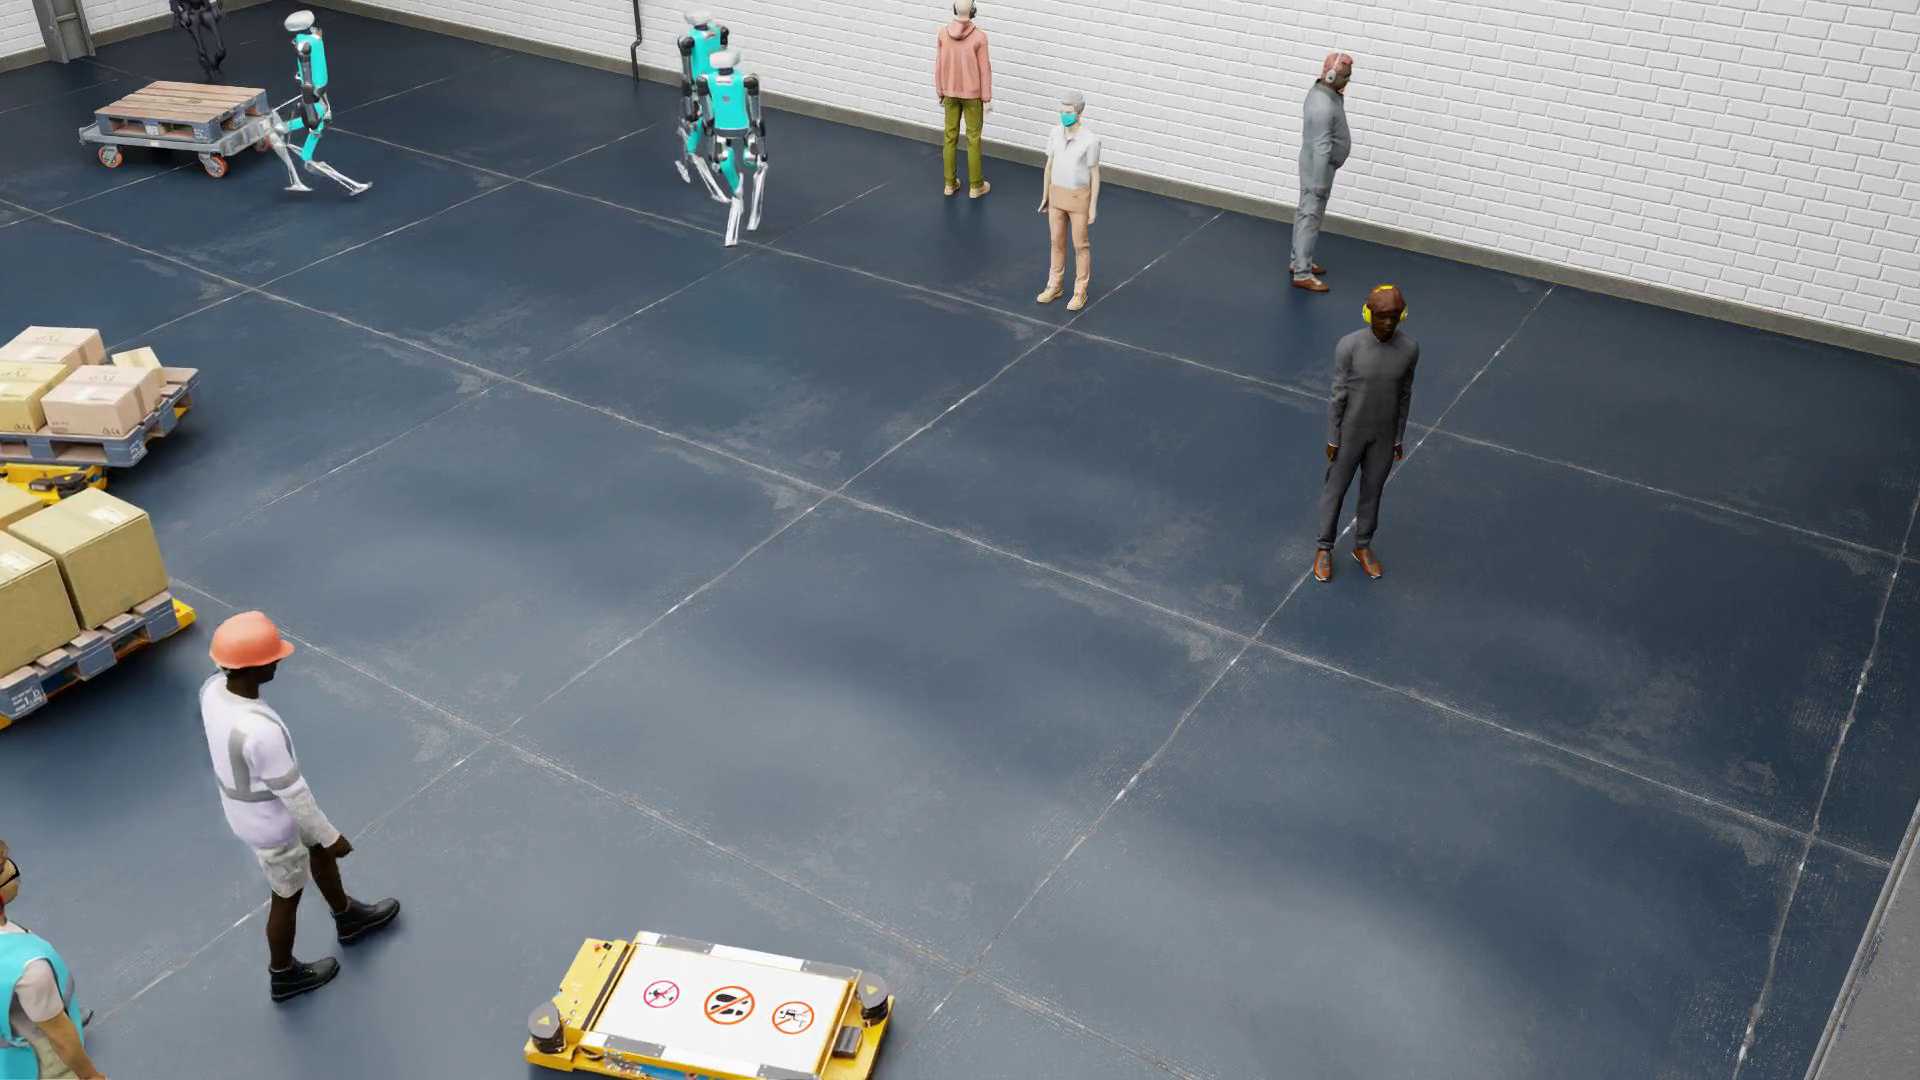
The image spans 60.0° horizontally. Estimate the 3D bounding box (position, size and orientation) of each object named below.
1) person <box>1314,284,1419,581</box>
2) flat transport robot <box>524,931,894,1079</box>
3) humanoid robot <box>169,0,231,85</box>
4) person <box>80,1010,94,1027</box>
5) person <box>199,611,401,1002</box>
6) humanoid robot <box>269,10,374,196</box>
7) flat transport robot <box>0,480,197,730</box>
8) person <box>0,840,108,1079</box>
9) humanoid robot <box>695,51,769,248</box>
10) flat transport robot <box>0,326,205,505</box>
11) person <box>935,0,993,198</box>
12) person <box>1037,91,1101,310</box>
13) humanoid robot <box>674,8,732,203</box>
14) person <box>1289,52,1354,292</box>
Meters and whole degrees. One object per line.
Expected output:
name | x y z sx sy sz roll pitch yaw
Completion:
person | 2.376 -0.620 9.737 0.493 1.875 0.355 -3 33 -5
flat transport robot | -1.055 2.045 7.074 1.431 0.231 0.659 7 33 11
humanoid robot | -8.172 -5.679 17.793 0.431 1.633 0.609 28 42 36
person | -4.150 1.529 6.614 0.879 1.628 0.476 -1 33 -1
person | -2.774 1.097 7.029 0.766 1.906 0.575 -23 39 -31
humanoid robot | -5.918 -3.827 14.874 1.044 1.752 0.557 -2 33 -4
flat transport robot | -5.103 0.624 9.286 0.659 0.231 1.431 19 38 27
person | -3.310 1.828 5.952 0.562 1.846 0.393 17 36 24
humanoid robot | -1.857 -3.323 14.079 0.549 1.731 1.027 4 33 7
flat transport robot | -5.903 -0.673 11.304 0.659 0.231 1.431 3 33 5
person | 0.031 -4.017 15.057 0.533 1.835 0.346 12 35 18
person | 0.858 -2.660 13.027 0.496 1.745 0.307 19 37 27
humanoid robot | -2.477 -3.996 15.153 1.005 1.778 0.532 26 41 34
person | 2.908 -2.961 13.358 0.405 1.901 0.638 5 33 7
